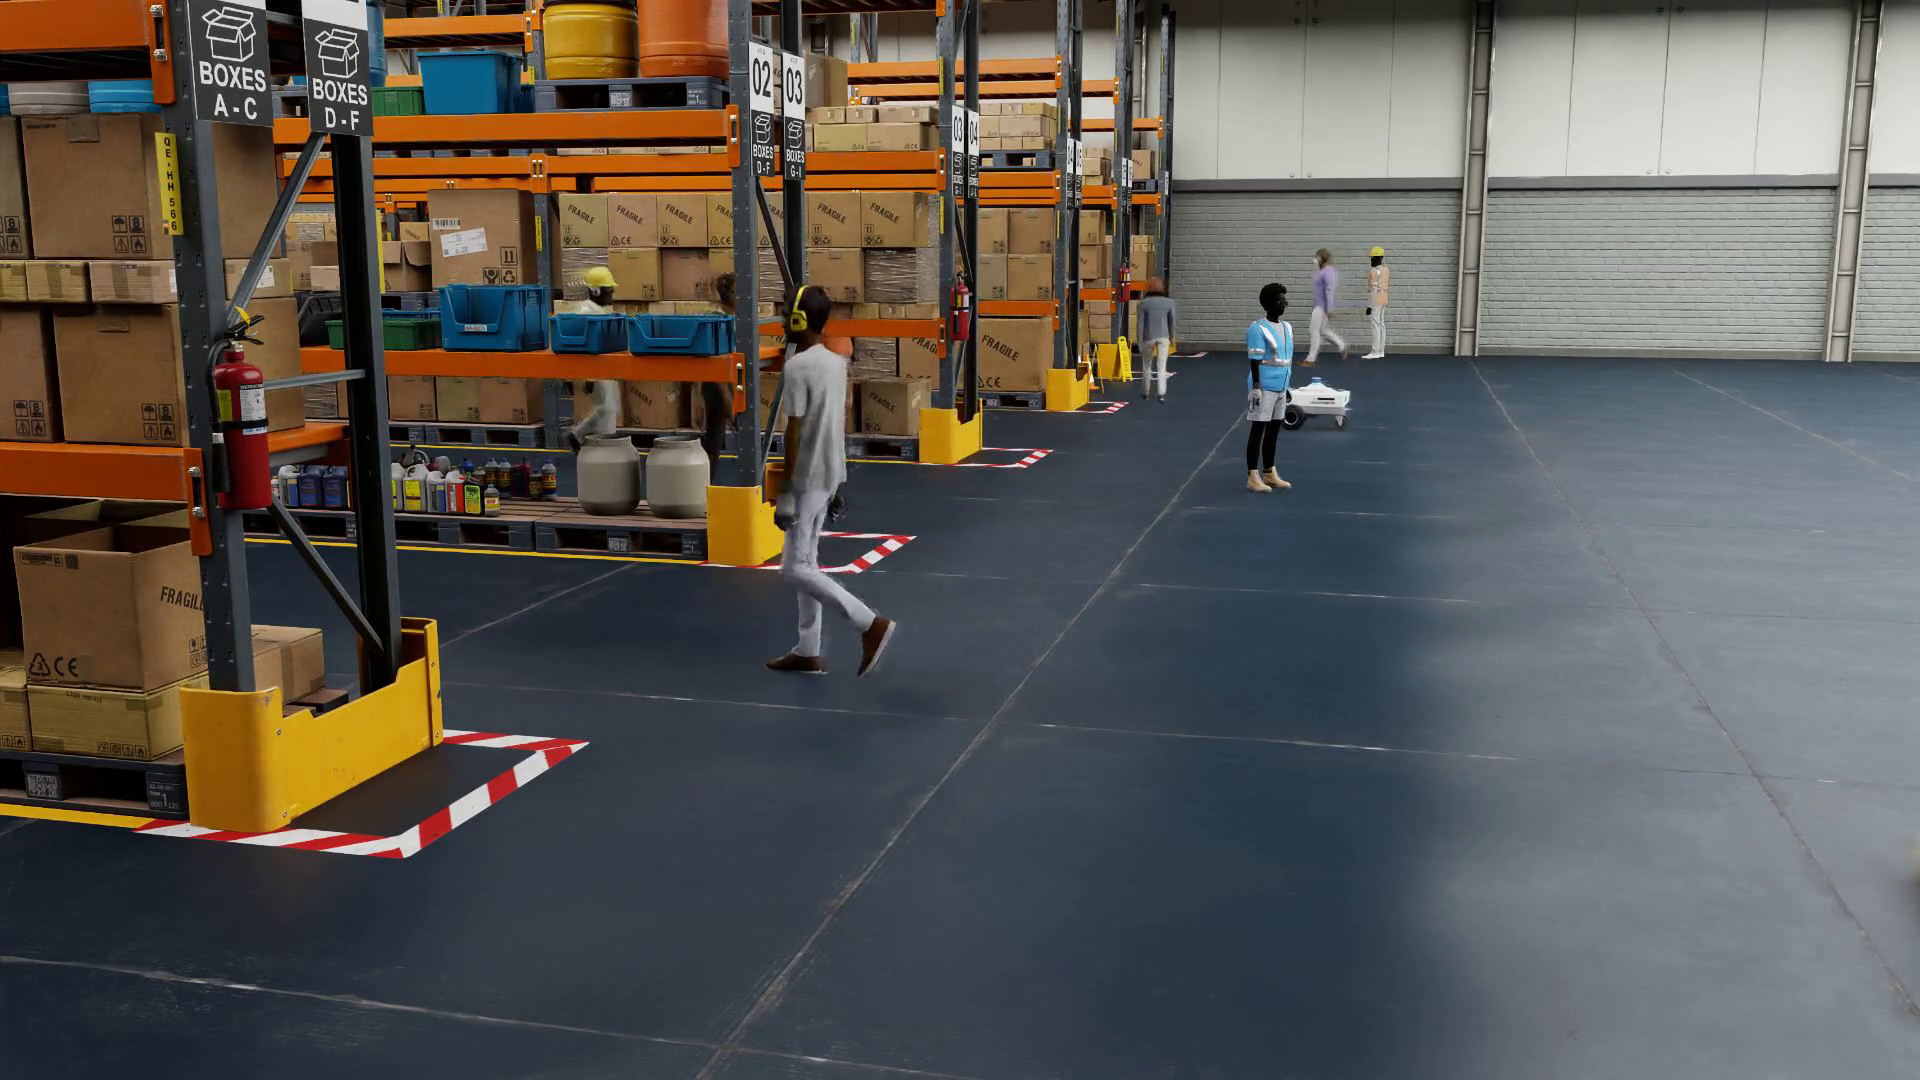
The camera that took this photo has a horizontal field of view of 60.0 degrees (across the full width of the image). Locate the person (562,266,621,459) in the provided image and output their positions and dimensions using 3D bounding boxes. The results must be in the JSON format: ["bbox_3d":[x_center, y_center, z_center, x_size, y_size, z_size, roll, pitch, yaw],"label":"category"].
[{"bbox_3d":[-3.253,-1.527,14.819,0.600,1.816,0.612,1,10,5],"label":"person"}]

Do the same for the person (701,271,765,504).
[{"bbox_3d":[-1.608,-1.036,12.105,0.829,1.808,0.534,3,11,16],"label":"person"}]

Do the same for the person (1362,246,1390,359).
[{"bbox_3d":[7.181,-4.086,28.690,0.366,1.927,0.585,8,13,36],"label":"person"}]

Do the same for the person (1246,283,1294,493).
[{"bbox_3d":[2.527,-1.237,13.547,0.318,1.697,0.535,9,14,42],"label":"person"}]

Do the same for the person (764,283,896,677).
[{"bbox_3d":[-0.631,-0.250,7.659,0.635,1.850,0.530,3,11,19],"label":"person"}]

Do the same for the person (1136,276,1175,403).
[{"bbox_3d":[2.470,-2.526,20.992,0.504,1.588,0.867,0,10,1],"label":"person"}]

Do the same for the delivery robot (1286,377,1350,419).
[{"bbox_3d":[3.850,-1.515,17.990,0.707,0.478,0.477,3,11,16],"label":"delivery robot"}]

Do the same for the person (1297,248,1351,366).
[{"bbox_3d":[5.919,-3.759,26.915,0.825,1.919,0.637,0,10,0],"label":"person"}]

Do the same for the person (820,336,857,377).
[{"bbox_3d":[-1.370,-2.031,18.059,0.926,1.642,0.541,7,12,34],"label":"person"}]
